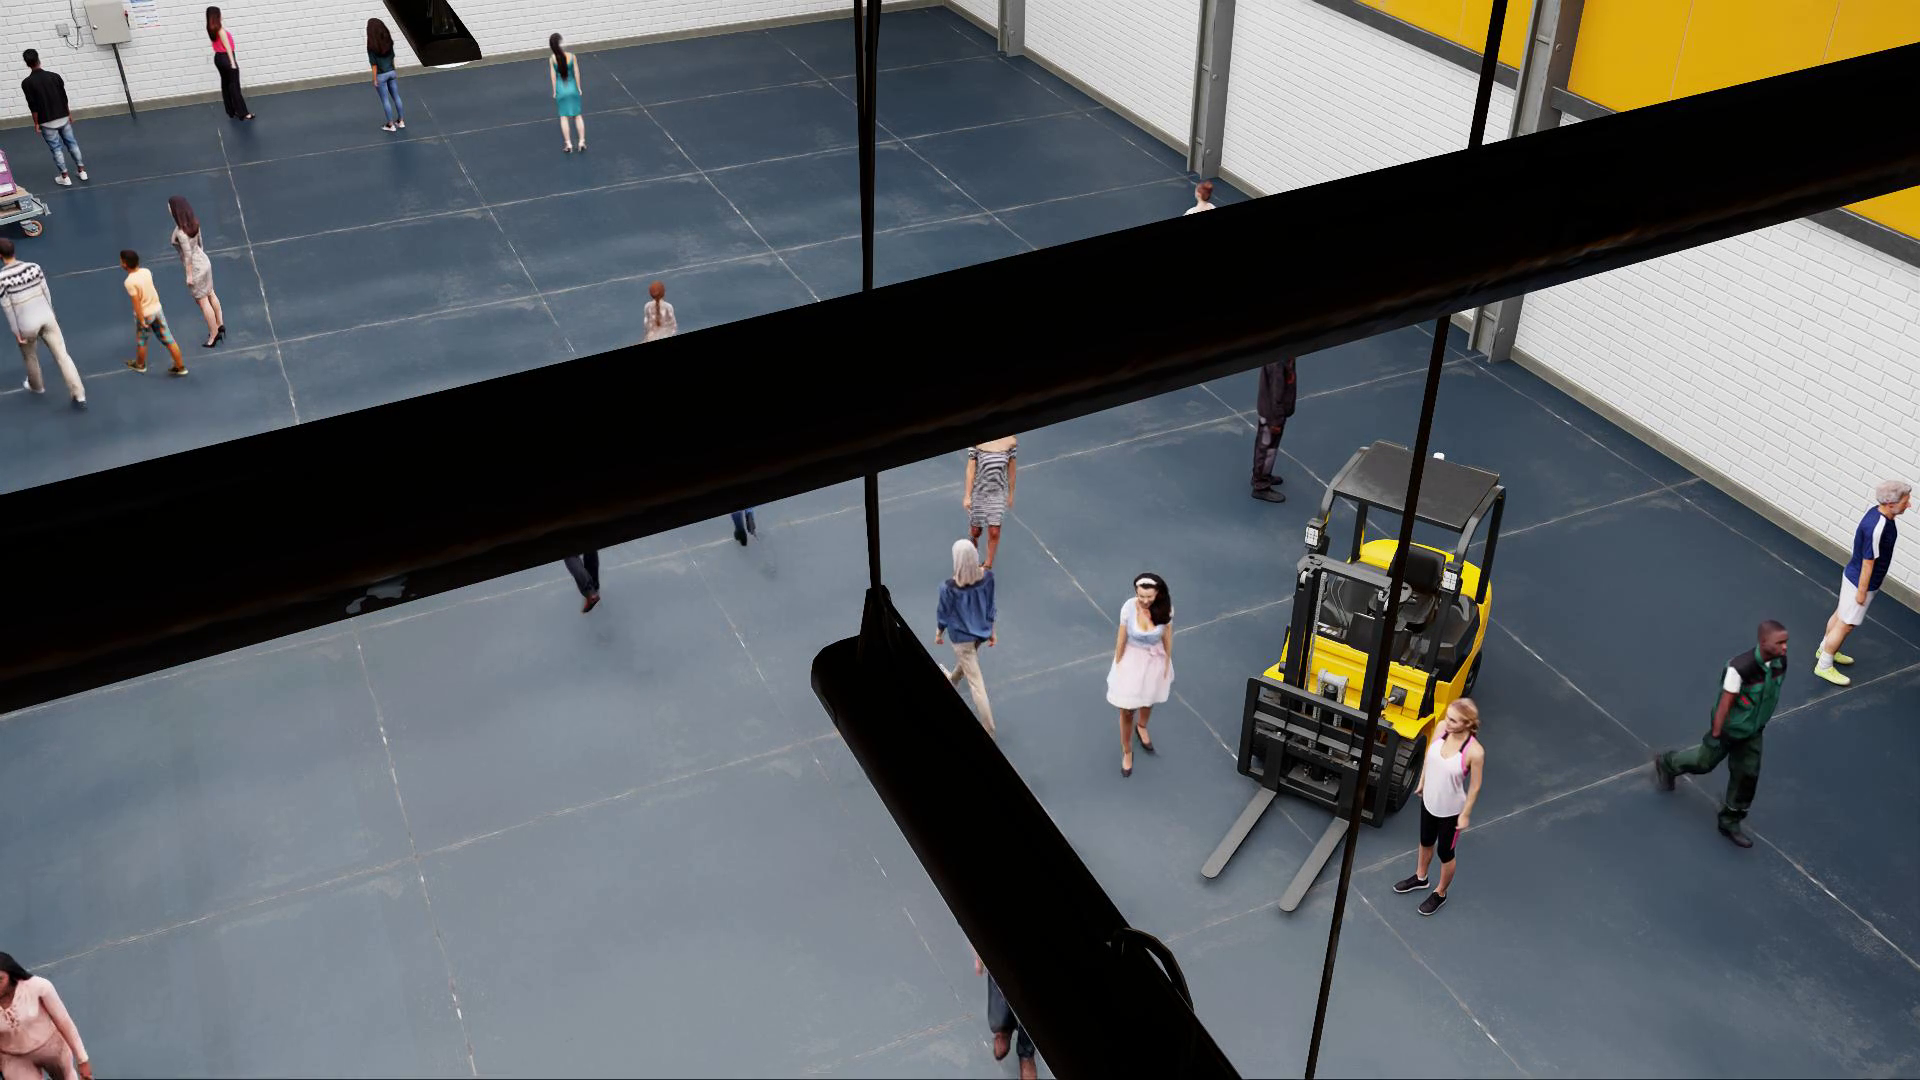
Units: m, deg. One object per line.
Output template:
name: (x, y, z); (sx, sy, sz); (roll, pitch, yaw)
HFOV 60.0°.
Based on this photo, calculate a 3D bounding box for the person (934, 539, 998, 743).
person: (0.116, 0.809, 12.748); (0.723, 1.633, 1.193); (-19, 38, -26)

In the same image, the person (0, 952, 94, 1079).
person: (-5.273, 2.923, 9.534); (0.694, 1.670, 1.140); (-18, 37, -24)

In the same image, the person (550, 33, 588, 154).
person: (-5.521, -6.289, 23.380); (0.569, 1.686, 0.516); (-10, 35, -14)

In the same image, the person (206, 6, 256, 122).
person: (-10.821, -7.038, 24.532); (0.601, 1.659, 0.726); (24, 40, 31)

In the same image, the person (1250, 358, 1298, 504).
person: (2.941, -1.256, 15.689); (0.852, 1.817, 0.735); (4, 34, 6)

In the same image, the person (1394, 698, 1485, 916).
person: (3.263, 1.763, 11.174); (0.685, 1.787, 0.469); (-17, 37, -24)

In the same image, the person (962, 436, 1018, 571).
person: (0.240, -0.428, 14.451); (0.749, 1.809, 0.861); (-2, 34, -3)

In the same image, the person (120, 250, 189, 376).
person: (-8.598, -2.399, 17.751); (0.960, 1.438, 0.887); (13, 36, 19)

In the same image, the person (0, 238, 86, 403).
person: (-9.475, -2.213, 17.129); (1.296, 1.817, 1.037); (24, 41, 32)

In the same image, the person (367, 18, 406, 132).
person: (-8.360, -6.771, 24.167); (0.733, 1.617, 0.703); (23, 40, 30)

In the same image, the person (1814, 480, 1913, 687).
person: (7.236, 0.299, 13.330); (0.750, 1.838, 0.723); (17, 37, 24)

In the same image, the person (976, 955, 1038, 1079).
person: (0.370, 2.476, 10.006); (0.872, 1.893, 0.881); (2, 34, 2)

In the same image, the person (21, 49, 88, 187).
person: (-12.201, -5.690, 22.369); (0.751, 1.807, 0.777); (27, 42, 34)

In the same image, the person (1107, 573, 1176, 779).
person: (1.366, 0.916, 12.450); (0.878, 1.786, 0.993); (-2, 34, -3)

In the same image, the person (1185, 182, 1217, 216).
person: (2.666, -3.185, 18.621); (0.565, 1.783, 0.483); (-15, 36, -21)

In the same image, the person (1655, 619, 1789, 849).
person: (5.475, 1.277, 11.882); (0.692, 1.813, 1.136); (-14, 36, -20)

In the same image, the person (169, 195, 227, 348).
person: (-8.407, -2.972, 18.334); (0.713, 1.747, 0.569); (-2, 34, -3)

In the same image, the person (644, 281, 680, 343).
person: (-3.186, -2.151, 17.604); (0.581, 1.188, 0.619); (5, 34, 8)
